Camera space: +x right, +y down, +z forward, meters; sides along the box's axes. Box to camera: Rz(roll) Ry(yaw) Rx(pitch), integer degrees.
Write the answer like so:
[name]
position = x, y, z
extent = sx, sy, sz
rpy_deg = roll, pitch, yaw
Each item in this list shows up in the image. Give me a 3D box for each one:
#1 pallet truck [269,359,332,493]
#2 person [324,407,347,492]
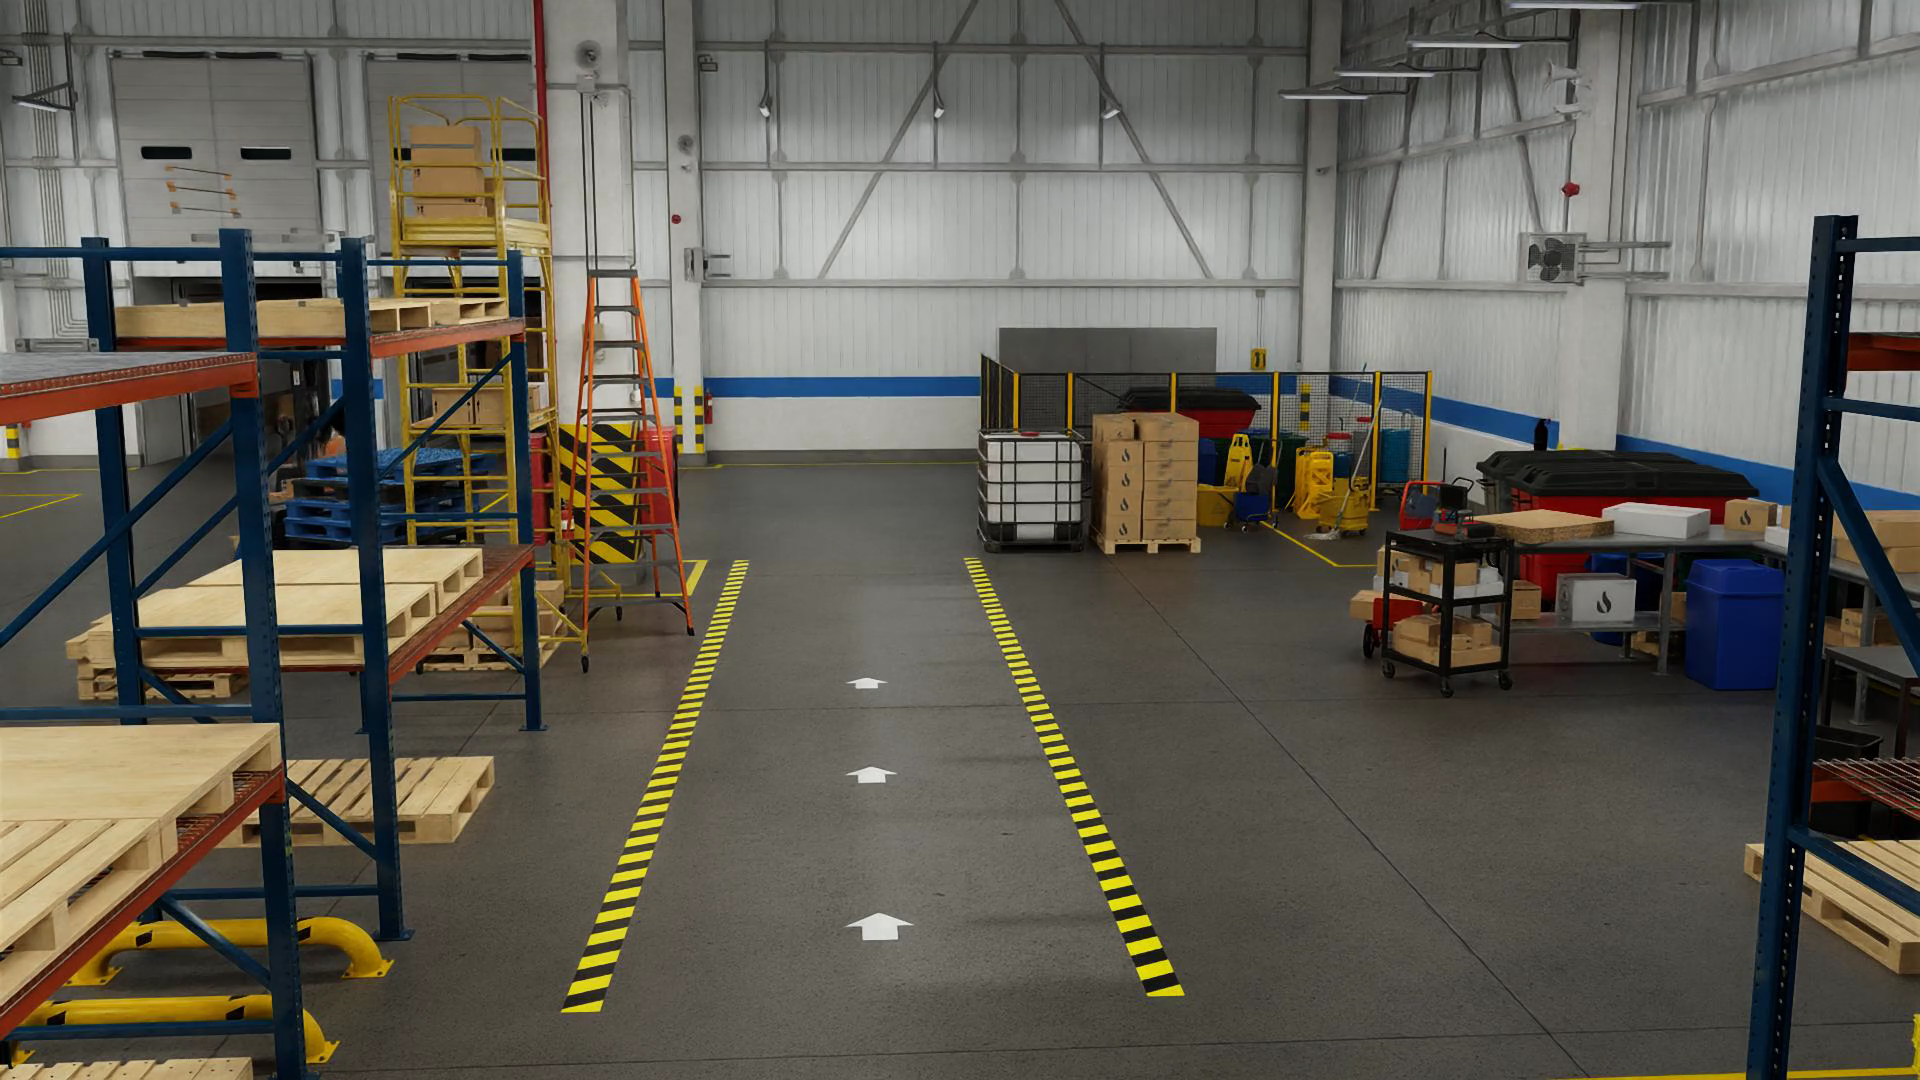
[pallet truck]
position = -7.062, -1.131, 18.996
extent = 1.885, 1.965, 0.823
rpy_deg = 2, 9, 13
[person]
position = -5.769, -0.414, 15.484
extent = 0.712, 1.678, 0.537
rpy_deg = -8, 12, -40
